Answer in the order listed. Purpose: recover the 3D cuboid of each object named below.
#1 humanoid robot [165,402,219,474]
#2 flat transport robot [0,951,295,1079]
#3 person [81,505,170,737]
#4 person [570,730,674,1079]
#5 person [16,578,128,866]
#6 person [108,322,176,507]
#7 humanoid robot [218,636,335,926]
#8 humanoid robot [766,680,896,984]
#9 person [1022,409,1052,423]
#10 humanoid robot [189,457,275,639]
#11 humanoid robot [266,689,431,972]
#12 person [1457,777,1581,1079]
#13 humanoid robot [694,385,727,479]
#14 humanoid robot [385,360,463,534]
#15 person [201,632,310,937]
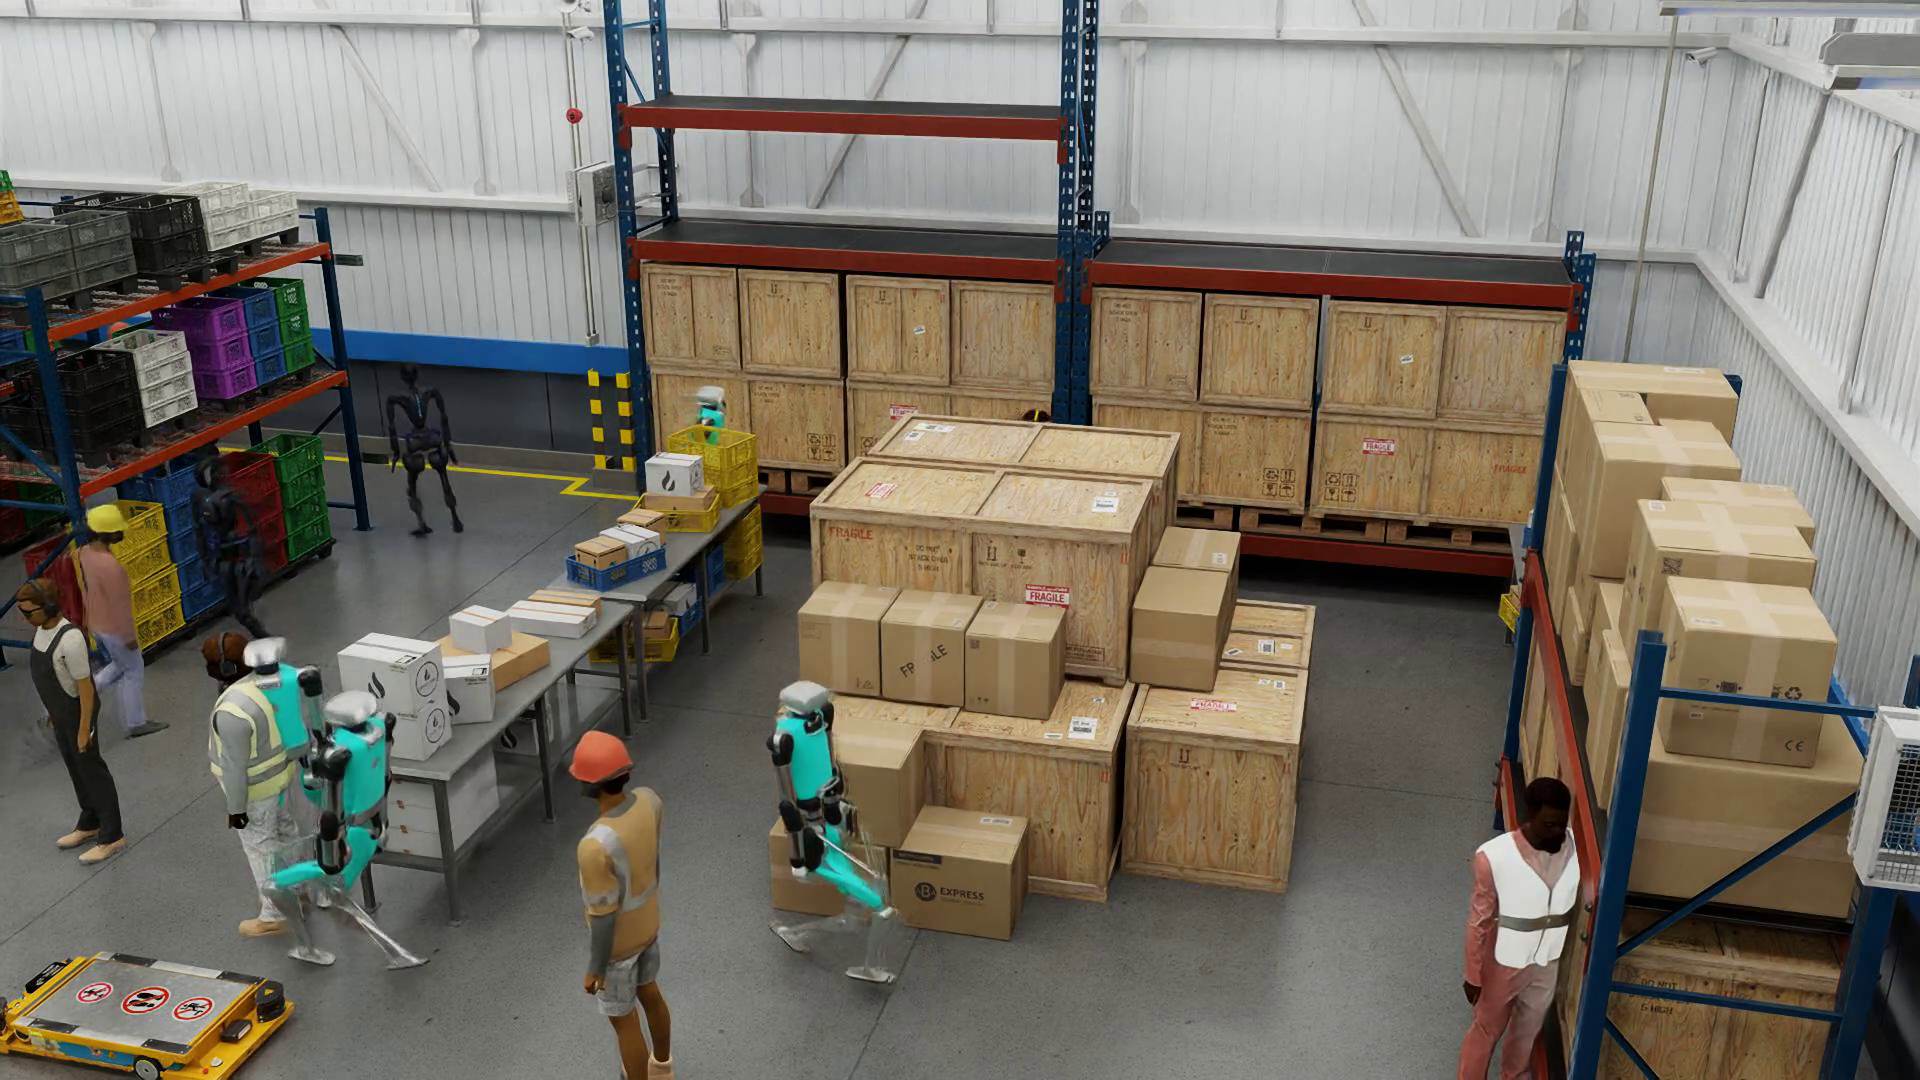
[{"bbox_3d":[-7.096,-0.878,15.371,0.612,1.648,0.370,7,22,17],"label":"humanoid robot"},{"bbox_3d":[-4.270,2.464,8.601,1.431,0.231,0.659,5,22,13],"label":"flat transport robot"},{"bbox_3d":[-5.878,0.602,11.418,0.522,1.741,0.545,18,27,38],"label":"person"},{"bbox_3d":[-1.601,1.825,7.793,0.380,2.039,0.613,6,22,16],"label":"person"},{"bbox_3d":[-5.369,1.077,10.027,0.504,1.841,0.345,17,27,38],"label":"person"},{"bbox_3d":[-7.505,-1.001,15.205,0.606,2.033,0.422,-13,25,-31],"label":"person"},{"bbox_3d":[-3.840,1.316,9.547,0.554,1.797,0.666,-7,22,-17],"label":"humanoid robot"},{"bbox_3d":[-0.604,1.606,8.800,1.045,1.727,0.540,10,23,24],"label":"humanoid robot"},{"bbox_3d":[0.484,-0.168,13.304,0.860,1.831,0.501,-5,22,-13],"label":"person"},{"bbox_3d":[-5.544,0.126,12.754,0.601,1.637,0.431,6,22,16],"label":"humanoid robot"},{"bbox_3d":[-3.386,1.584,8.882,1.020,1.744,0.531,6,22,15],"label":"humanoid robot"},{"bbox_3d":[2.584,1.932,7.682,0.595,1.916,0.374,-7,22,-17],"label":"person"},{"bbox_3d":[-2.390,-0.466,14.240,0.853,1.777,0.555,2,21,6],"label":"humanoid robot"},{"bbox_3d":[-4.939,-0.837,15.276,0.591,1.633,0.404,-14,25,-33],"label":"humanoid robot"},{"bbox_3d":[-3.947,1.357,9.314,0.429,1.834,0.631,0,21,1],"label":"person"}]
